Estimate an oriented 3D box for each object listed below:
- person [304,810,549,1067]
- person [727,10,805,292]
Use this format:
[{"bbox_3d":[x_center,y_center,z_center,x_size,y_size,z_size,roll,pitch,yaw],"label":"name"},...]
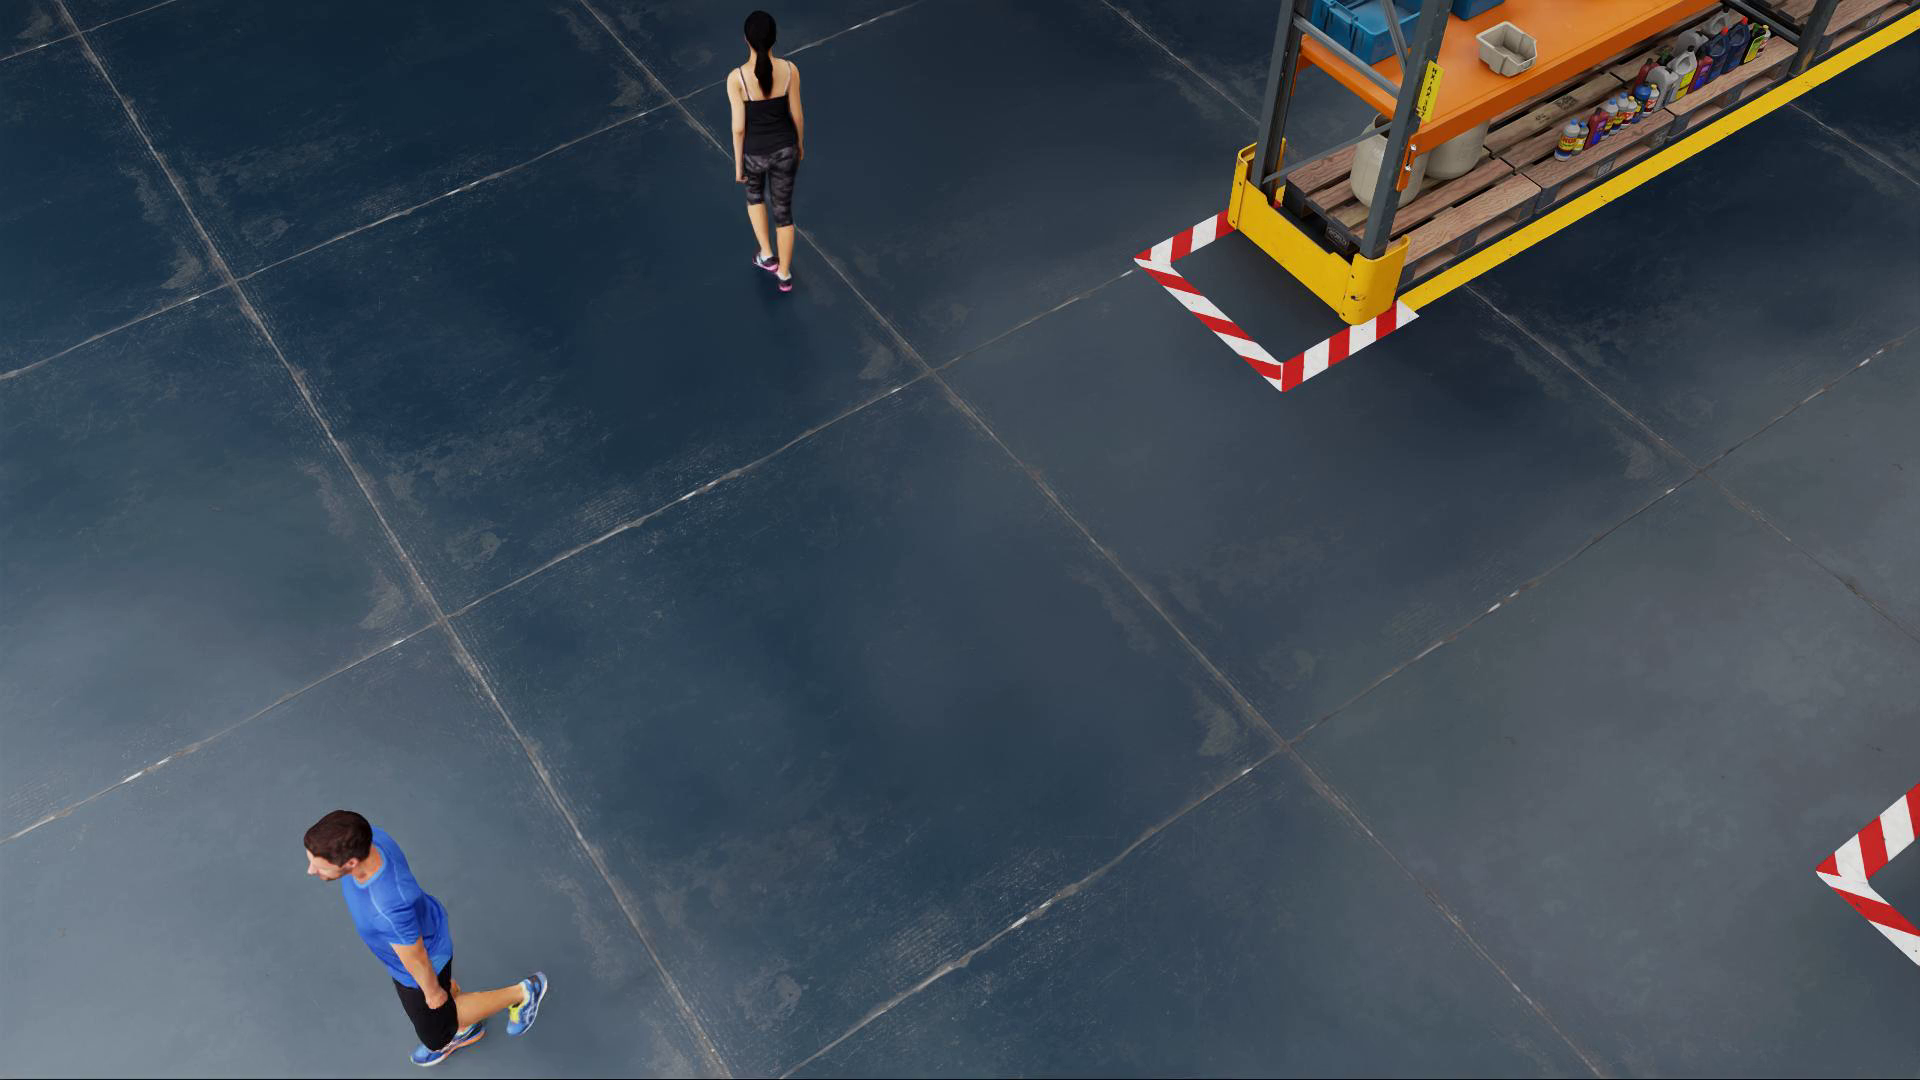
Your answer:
[{"bbox_3d":[-2.006,1.516,6.379,0.838,1.857,0.641,-27,57,-19],"label":"person"},{"bbox_3d":[-1.047,-2.089,9.266,0.669,1.706,0.739,-15,54,-11],"label":"person"}]
